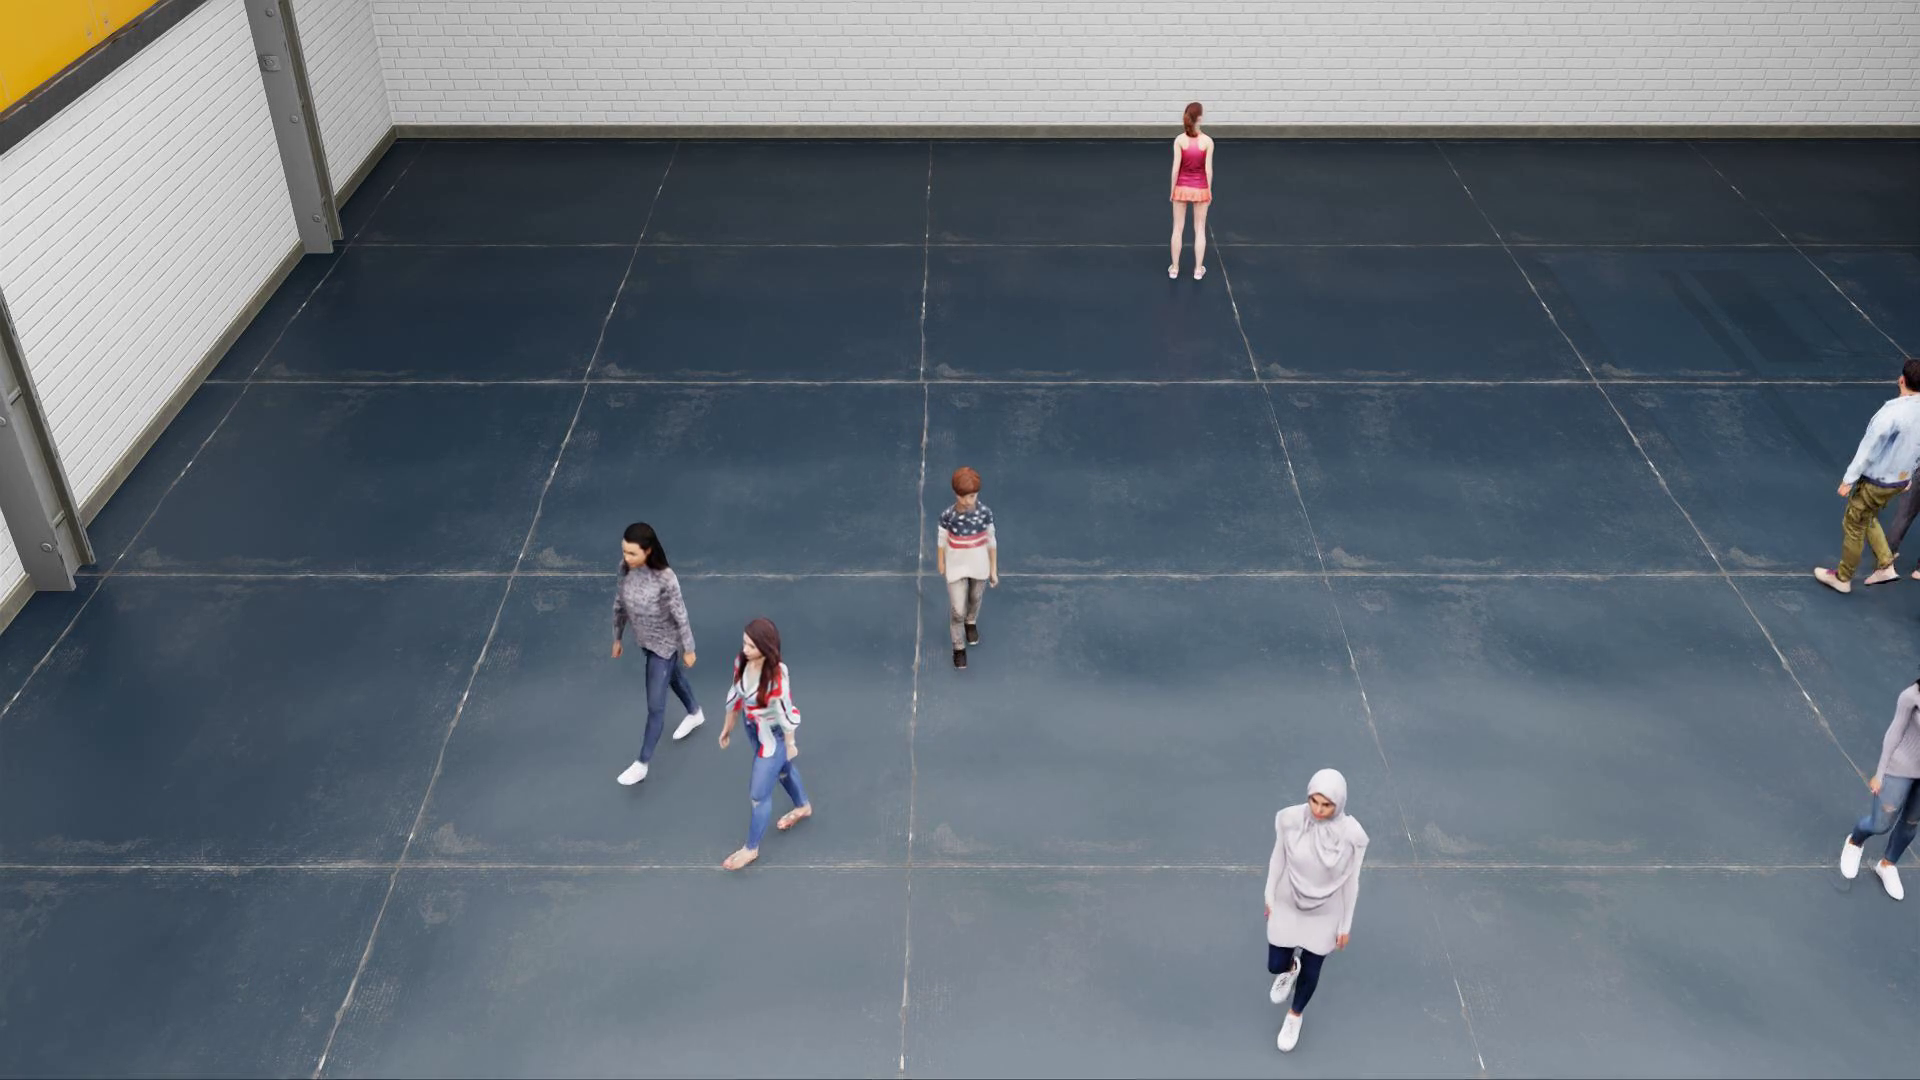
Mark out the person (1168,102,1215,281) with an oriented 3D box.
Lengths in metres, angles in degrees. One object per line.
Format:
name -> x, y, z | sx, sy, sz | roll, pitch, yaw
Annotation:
person -> 2.242, -3.389, 16.172 | 0.601, 1.750, 0.579 | 5, 34, 8

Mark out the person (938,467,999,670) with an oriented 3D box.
person -> 0.041, 0.102, 11.219 | 0.610, 1.420, 0.806 | -7, 34, -10

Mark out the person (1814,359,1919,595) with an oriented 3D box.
person -> 6.495, -0.374, 11.594 | 0.887, 1.797, 0.942 | -18, 38, -25

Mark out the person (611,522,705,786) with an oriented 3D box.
person -> -1.795, 0.587, 10.242 | 1.042, 1.694, 1.191 | 21, 39, 28

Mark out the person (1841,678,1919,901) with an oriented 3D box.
person -> 5.274, 1.236, 9.234 | 0.658, 1.728, 0.653 | 3, 34, 4

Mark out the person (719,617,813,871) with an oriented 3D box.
person -> -1.040, 1.083, 9.596 | 0.993, 1.583, 0.966 | -24, 40, -31

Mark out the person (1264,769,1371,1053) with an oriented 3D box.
person -> 1.784, 1.798, 8.355 | 0.744, 1.766, 0.813 | 14, 36, 20
